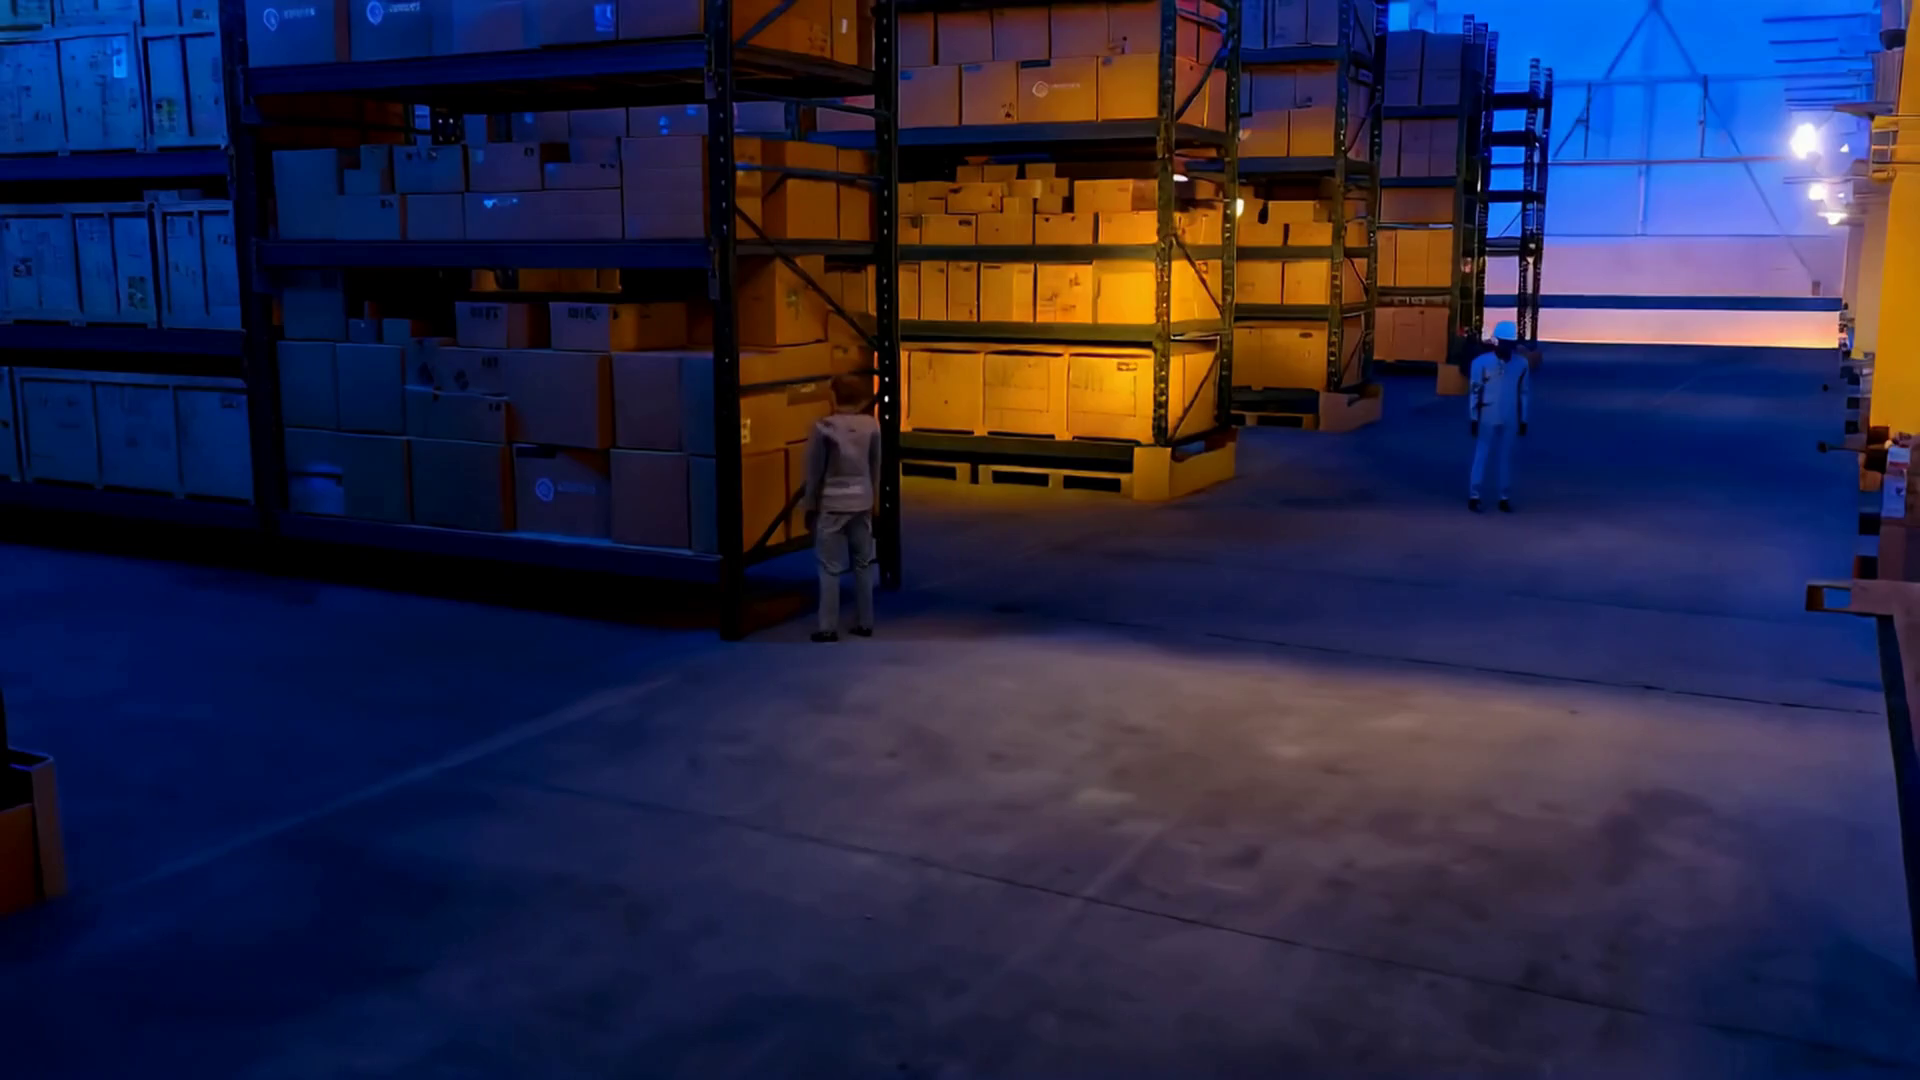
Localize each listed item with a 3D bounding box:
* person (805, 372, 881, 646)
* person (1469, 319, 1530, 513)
[{"bbox_3d":[-0.683,-0.183,9.927,0.526,1.631,0.318,-8,13,-38],"label":"person"},{"bbox_3d":[4.851,-1.105,14.927,0.569,1.742,0.361,-1,10,-7],"label":"person"}]
